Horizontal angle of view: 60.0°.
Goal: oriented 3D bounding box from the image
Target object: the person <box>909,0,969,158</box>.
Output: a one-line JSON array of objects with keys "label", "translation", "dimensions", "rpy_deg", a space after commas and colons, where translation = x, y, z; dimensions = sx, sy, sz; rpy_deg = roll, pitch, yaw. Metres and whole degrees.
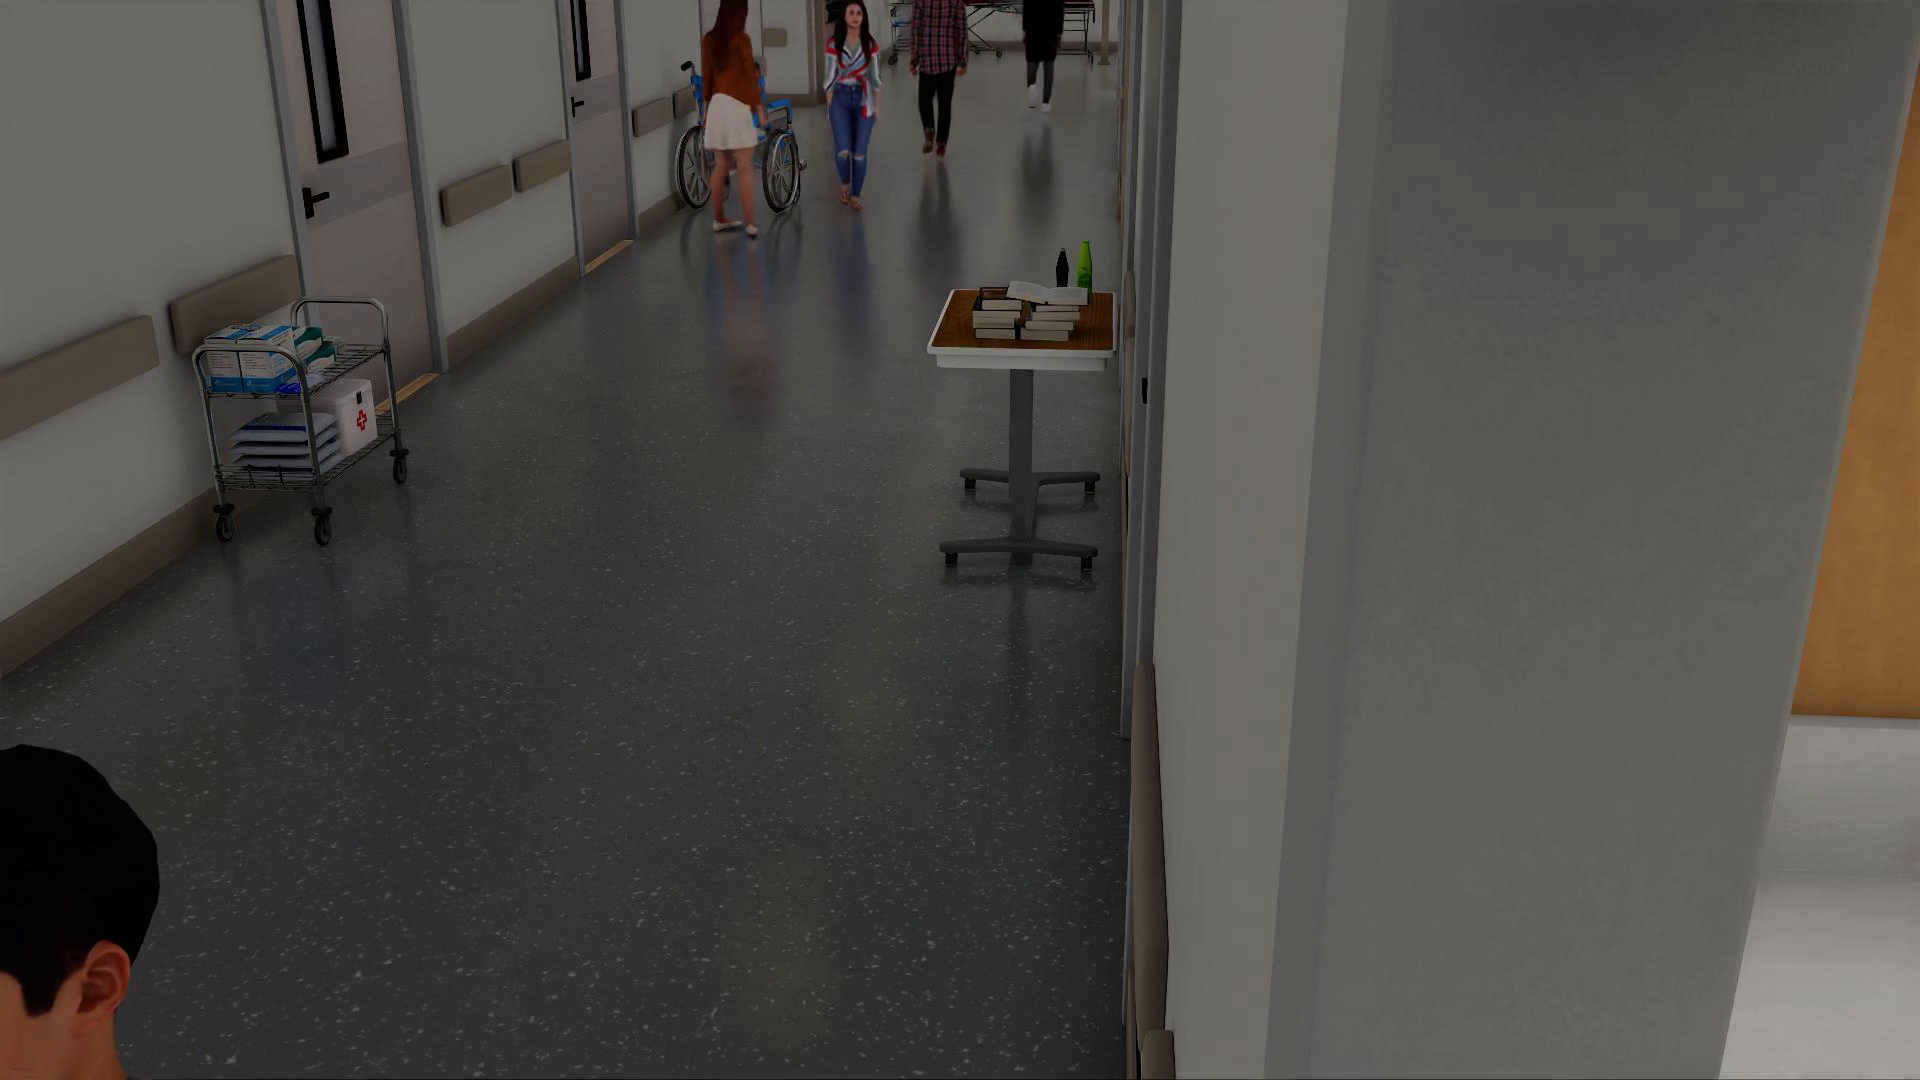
[{"label": "person", "translation": [-0.213, -4.517, 15.730], "dimensions": [0.731, 1.756, 0.627], "rpy_deg": [0, 21, 0]}]

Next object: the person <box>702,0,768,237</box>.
[{"label": "person", "translation": [-1.628, -3.044, 11.906], "dimensions": [0.748, 1.711, 0.767], "rpy_deg": [11, 23, 26]}]

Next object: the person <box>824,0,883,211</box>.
[{"label": "person", "translation": [-0.856, -3.397, 12.990], "dimensions": [0.674, 1.603, 0.668], "rpy_deg": [-4, 21, -10]}]

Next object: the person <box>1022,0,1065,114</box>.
[{"label": "person", "translation": [0.923, -5.774, 19.064], "dimensions": [0.673, 1.747, 0.970], "rpy_deg": [4, 21, 9]}]
